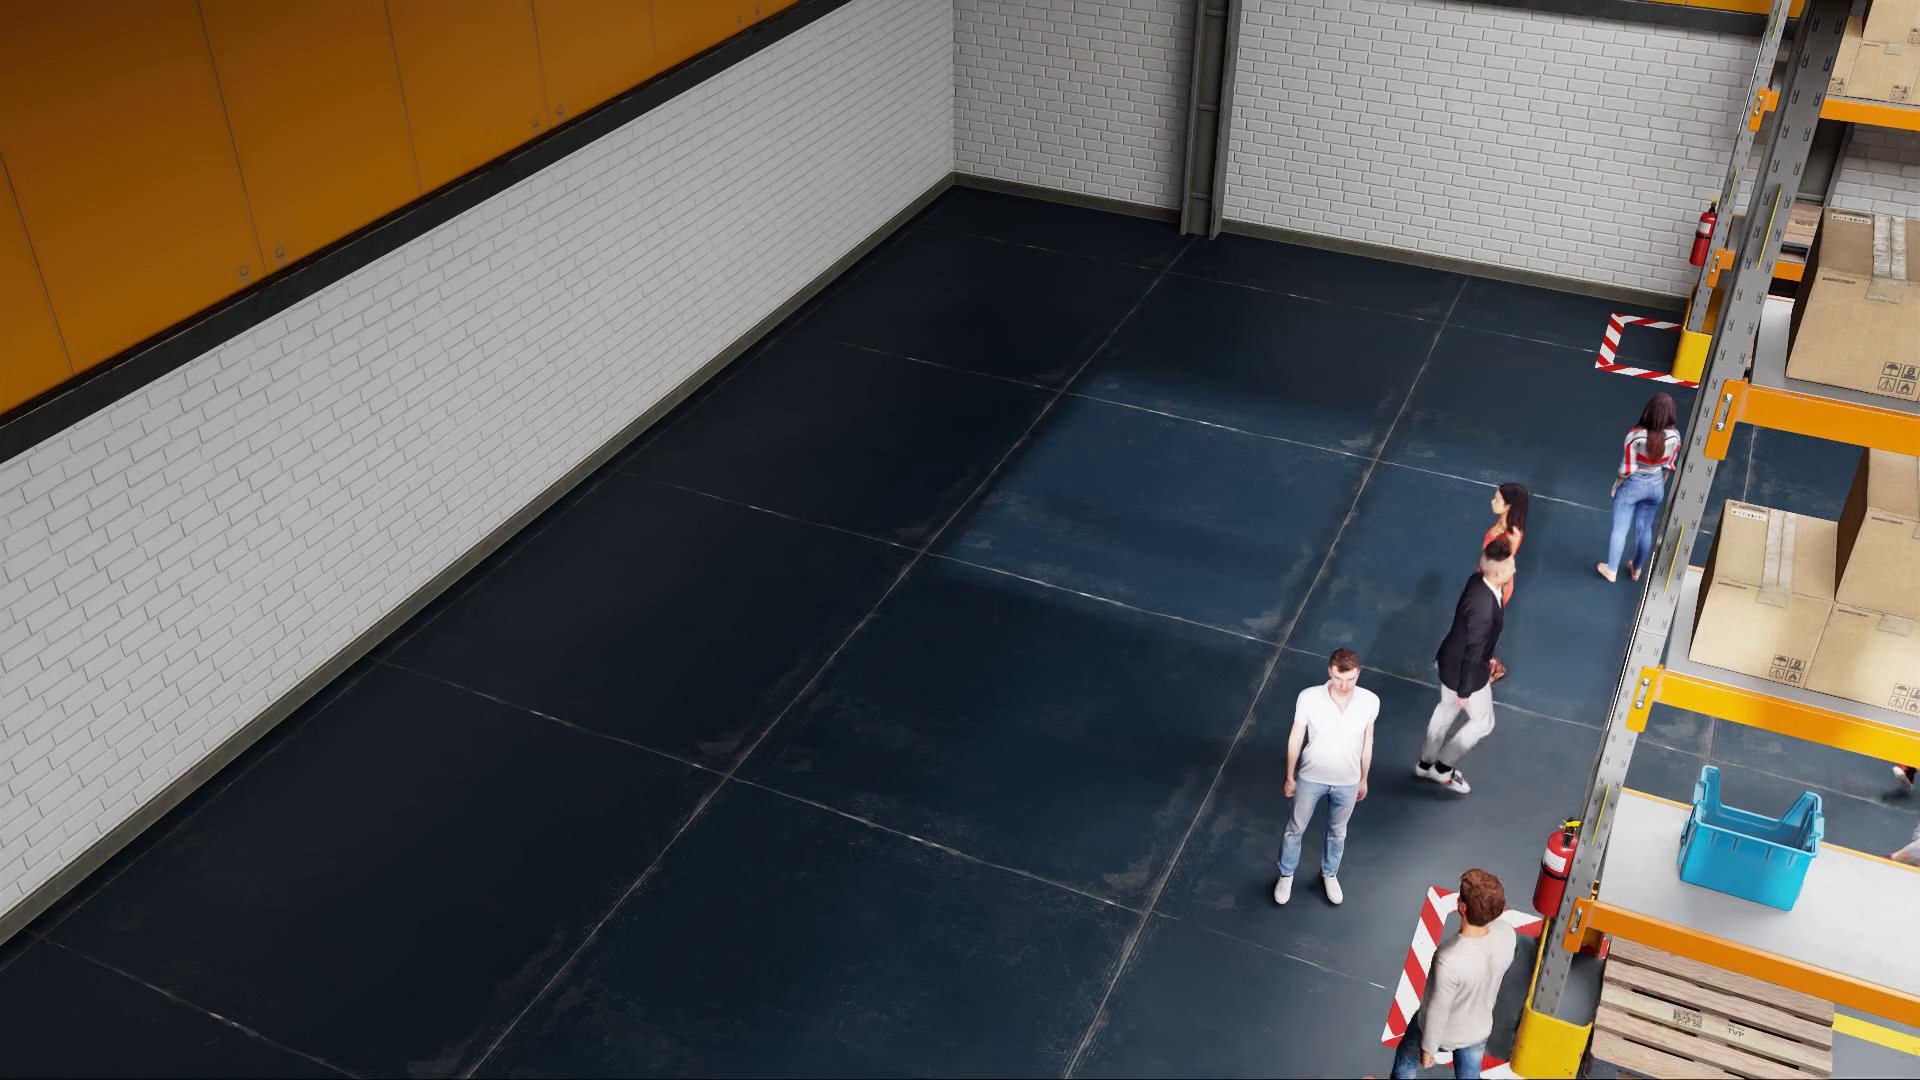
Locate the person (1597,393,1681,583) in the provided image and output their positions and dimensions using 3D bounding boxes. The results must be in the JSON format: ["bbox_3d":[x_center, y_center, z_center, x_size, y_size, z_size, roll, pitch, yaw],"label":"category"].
[{"bbox_3d":[5.244,-0.404,12.814,0.594,1.612,0.725,-1,34,-2],"label":"person"}]

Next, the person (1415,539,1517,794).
[{"bbox_3d":[3.166,0.784,10.729,0.755,1.941,0.784,6,34,9],"label":"person"}]

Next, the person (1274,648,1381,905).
[{"bbox_3d":[2.185,1.395,9.890,0.624,1.851,0.785,1,34,2],"label":"person"}]

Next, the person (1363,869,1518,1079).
[{"bbox_3d":[2.534,2.470,8.268,1.128,1.857,1.257,-15,37,-21],"label":"person"}]

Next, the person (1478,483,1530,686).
[{"bbox_3d":[3.779,0.367,11.569,0.705,1.706,0.672,6,34,9],"label":"person"}]
